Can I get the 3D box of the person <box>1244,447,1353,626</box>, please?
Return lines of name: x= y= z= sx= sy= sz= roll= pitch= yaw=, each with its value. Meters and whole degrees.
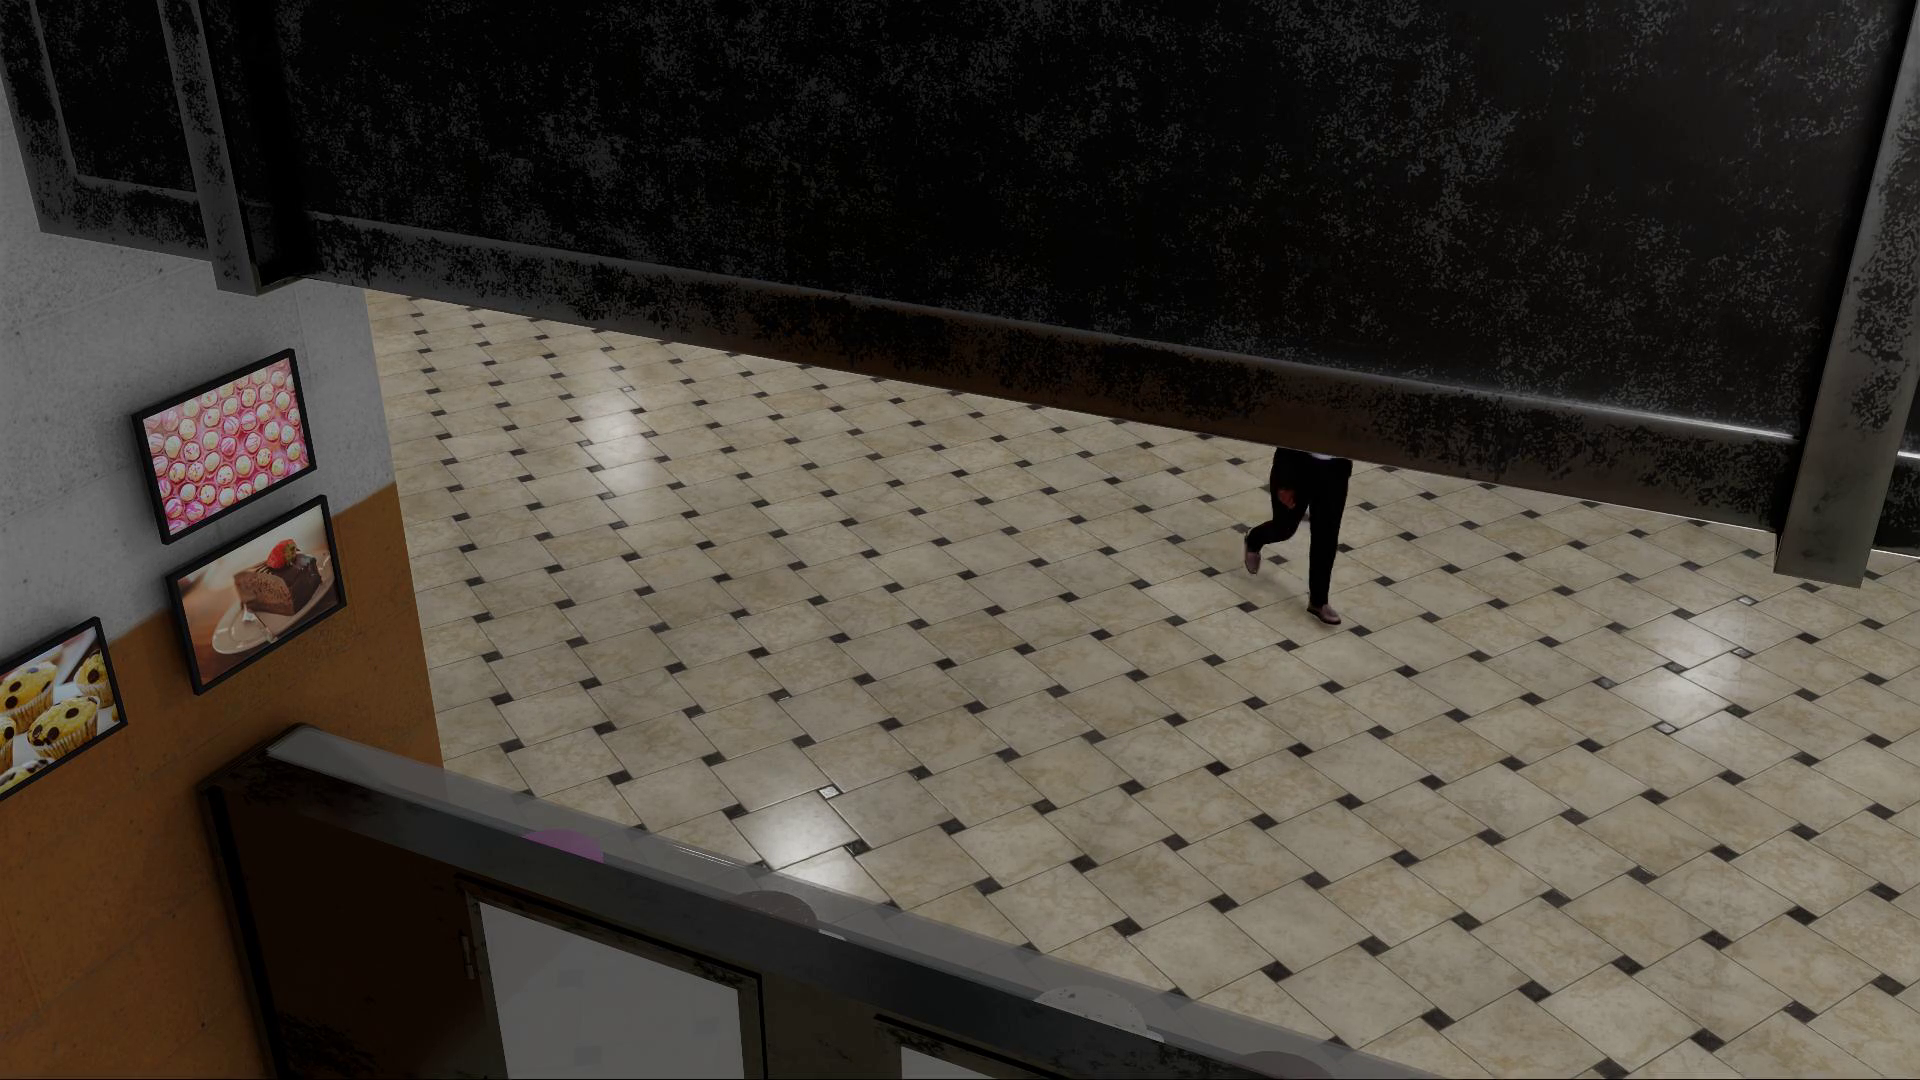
person: x=1.823 y=-0.371 z=8.887 sx=1.041 sy=1.594 sz=1.107 roll=-9 pitch=28 yaw=-18
